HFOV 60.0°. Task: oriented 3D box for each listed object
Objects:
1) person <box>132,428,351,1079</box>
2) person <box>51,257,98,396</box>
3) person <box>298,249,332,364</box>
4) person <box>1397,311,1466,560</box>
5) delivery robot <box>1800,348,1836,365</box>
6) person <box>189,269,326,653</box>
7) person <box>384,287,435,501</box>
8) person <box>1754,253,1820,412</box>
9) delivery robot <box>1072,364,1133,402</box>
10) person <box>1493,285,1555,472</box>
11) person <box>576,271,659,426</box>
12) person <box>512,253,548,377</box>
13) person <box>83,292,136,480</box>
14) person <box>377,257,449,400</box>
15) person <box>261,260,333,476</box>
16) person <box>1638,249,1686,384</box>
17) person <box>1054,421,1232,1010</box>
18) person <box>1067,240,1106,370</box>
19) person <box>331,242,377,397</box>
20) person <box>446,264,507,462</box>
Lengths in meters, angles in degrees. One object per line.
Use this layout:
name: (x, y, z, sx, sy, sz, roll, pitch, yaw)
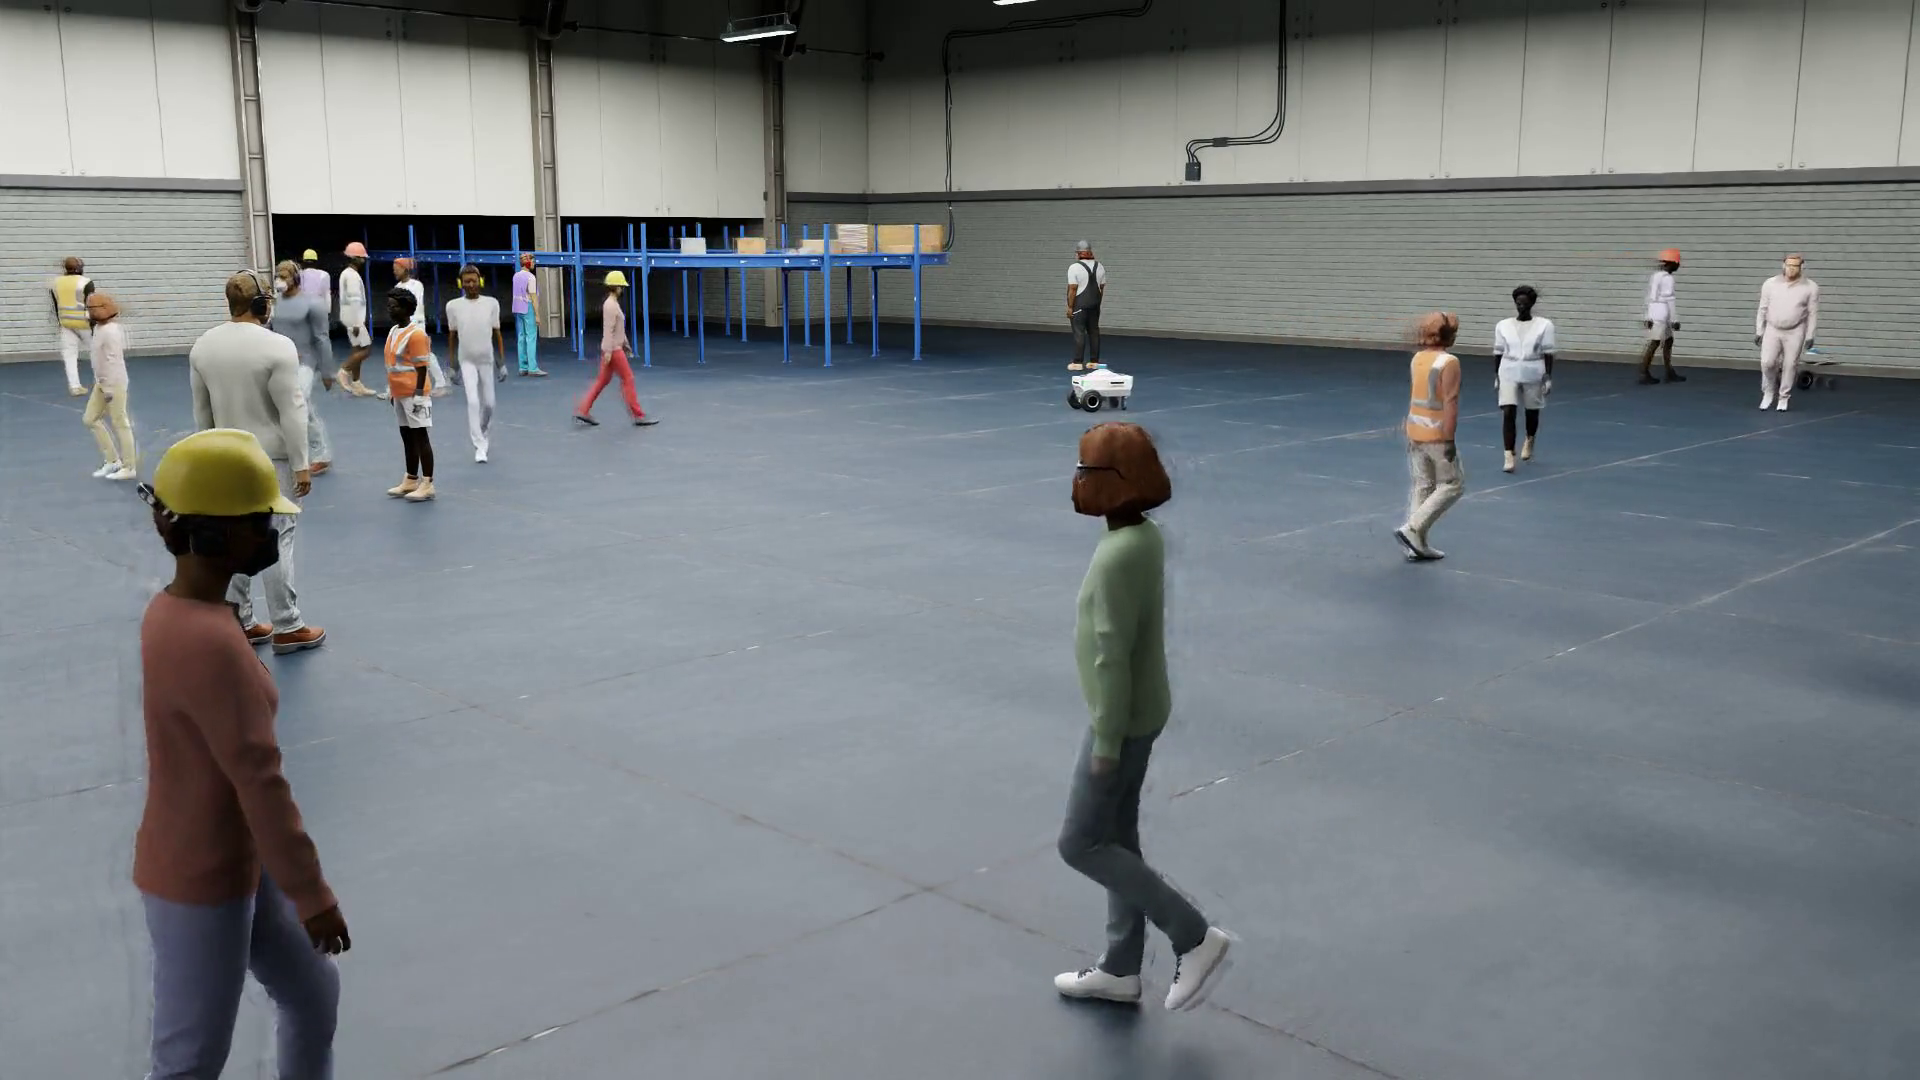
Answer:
person: (-1.380, 0.652, 3.313, 0.754, 1.739, 0.540, -5, 12, -26)
person: (-11.707, -2.867, 22.254, 0.654, 1.819, 0.756, 2, 11, 9)
person: (-10.561, -3.793, 27.122, 0.596, 1.896, 0.921, -4, 11, -20)
person: (3.071, -0.661, 10.760, 0.374, 1.624, 0.539, -2, 11, -13)
delivery robot: (11.842, -2.555, 23.166, 0.698, 0.223, 0.335, -2, 11, -11)
person: (-3.581, -0.398, 8.476, 0.636, 1.938, 0.354, 3, 11, 18)
person: (-4.431, -1.172, 13.354, 0.321, 1.697, 0.529, -10, 14, -42)
person: (9.920, -2.487, 19.988, 0.684, 1.887, 0.557, 6, 12, 30)
delivery robot: (1.745, -1.900, 20.302, 0.707, 0.478, 0.477, -3, 11, -18)
person: (5.108, -1.482, 15.099, 0.534, 1.671, 0.734, 5, 11, 23)
person: (-3.881, -2.137, 18.549, 0.890, 1.725, 0.524, -2, 11, -12)
person: (-6.532, -3.399, 25.091, 0.565, 1.846, 0.388, 10, 14, 44)
person: (-7.411, -1.325, 14.380, 0.454, 1.614, 0.531, -9, 14, -41)
person: (-7.105, -2.745, 21.593, 0.570, 1.836, 1.018, 7, 12, 34)
person: (-5.823, -1.458, 14.390, 0.641, 1.886, 1.012, 4, 11, 22)
person: (10.104, -3.170, 23.669, 0.823, 1.905, 0.571, 1, 10, 8)
person: (0.476, 0.496, 4.463, 0.428, 1.625, 0.510, 3, 11, 15)
person: (1.935, -3.698, 26.310, 0.681, 2.000, 0.536, -7, 12, -32)
person: (-7.951, -2.884, 21.807, 0.524, 2.019, 0.613, -6, 12, -28)
person: (-4.590, -1.692, 15.801, 0.530, 1.842, 0.721, -4, 11, -22)
